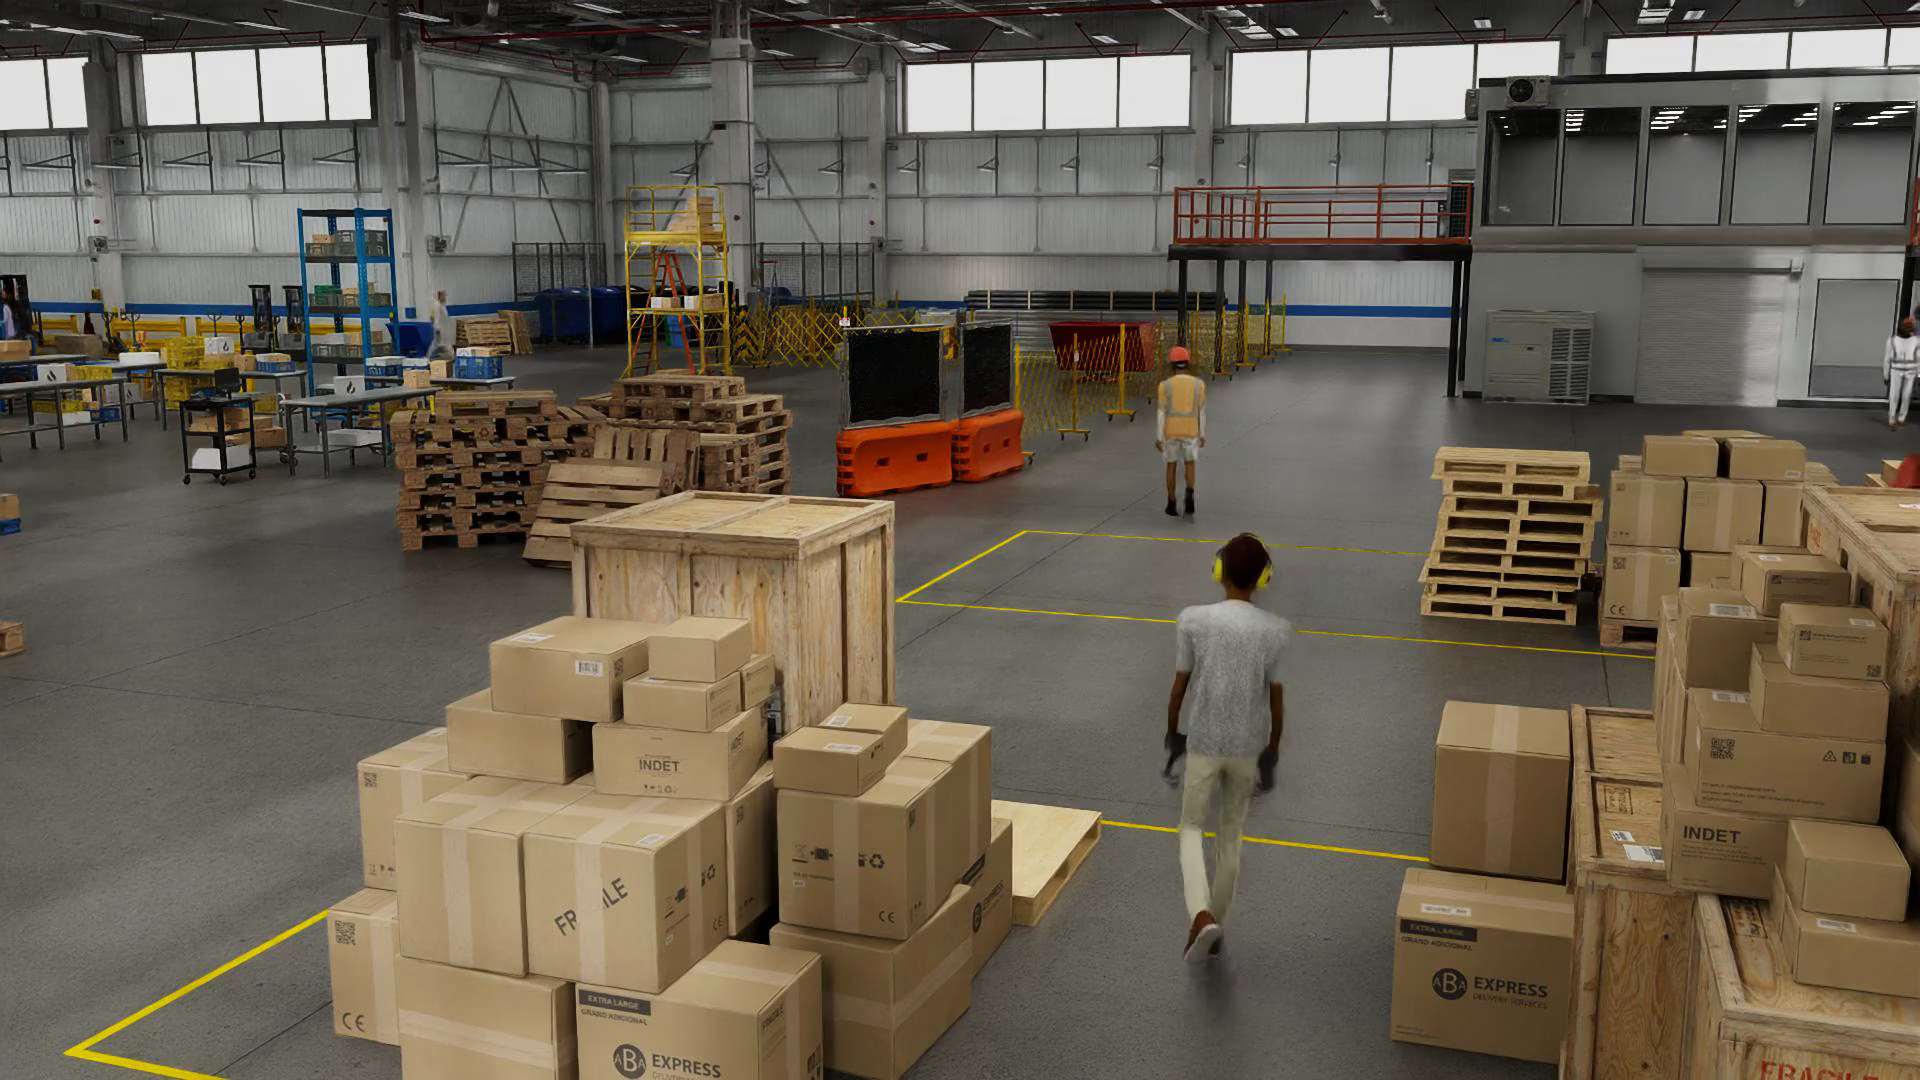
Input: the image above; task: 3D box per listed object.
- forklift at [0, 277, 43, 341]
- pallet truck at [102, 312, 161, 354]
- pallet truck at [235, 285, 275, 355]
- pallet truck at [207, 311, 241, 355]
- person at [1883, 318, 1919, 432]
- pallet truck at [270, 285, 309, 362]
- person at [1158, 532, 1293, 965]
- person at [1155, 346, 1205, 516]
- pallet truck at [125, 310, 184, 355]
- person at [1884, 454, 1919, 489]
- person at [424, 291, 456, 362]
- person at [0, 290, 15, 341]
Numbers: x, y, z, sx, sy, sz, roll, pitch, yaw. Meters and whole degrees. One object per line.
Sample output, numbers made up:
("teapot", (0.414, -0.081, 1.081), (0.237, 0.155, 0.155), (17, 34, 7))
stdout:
("forklift", (-27.151, -6.329, 46.328), (1.157, 1.987, 2.680), (3, 11, 17))
("pallet truck", (-23.057, -5.777, 46.261), (0.680, 1.201, 1.601), (3, 11, 19))
("pallet truck", (-18.327, -5.835, 44.421), (0.823, 1.965, 1.885), (4, 11, 23))
("pallet truck", (-19.537, -5.575, 44.913), (0.653, 1.274, 1.630), (3, 11, 19))
("person", (15.502, -2.724, 27.343), (0.575, 1.849, 0.935), (5, 11, 27))
("pallet truck", (-17.147, -5.700, 43.663), (0.823, 1.965, 1.885), (3, 11, 17))
("person", (1.104, 0.897, 6.943), (0.531, 1.845, 0.518), (1, 10, 5))
("person", (2.452, -1.202, 18.539), (0.580, 1.920, 0.526), (-1, 10, -4))
("pallet truck", (-22.038, -5.665, 45.457), (0.704, 1.261, 1.522), (3, 11, 17))
("person", (5.136, 0.496, 8.962), (0.421, 1.924, 0.570), (1, 10, 4))
("person", (-13.426, -5.503, 42.987), (1.008, 1.855, 0.644), (-2, 10, -11))
("person", (-21.968, -4.785, 38.456), (0.690, 2.026, 0.618), (-5, 11, -26))
